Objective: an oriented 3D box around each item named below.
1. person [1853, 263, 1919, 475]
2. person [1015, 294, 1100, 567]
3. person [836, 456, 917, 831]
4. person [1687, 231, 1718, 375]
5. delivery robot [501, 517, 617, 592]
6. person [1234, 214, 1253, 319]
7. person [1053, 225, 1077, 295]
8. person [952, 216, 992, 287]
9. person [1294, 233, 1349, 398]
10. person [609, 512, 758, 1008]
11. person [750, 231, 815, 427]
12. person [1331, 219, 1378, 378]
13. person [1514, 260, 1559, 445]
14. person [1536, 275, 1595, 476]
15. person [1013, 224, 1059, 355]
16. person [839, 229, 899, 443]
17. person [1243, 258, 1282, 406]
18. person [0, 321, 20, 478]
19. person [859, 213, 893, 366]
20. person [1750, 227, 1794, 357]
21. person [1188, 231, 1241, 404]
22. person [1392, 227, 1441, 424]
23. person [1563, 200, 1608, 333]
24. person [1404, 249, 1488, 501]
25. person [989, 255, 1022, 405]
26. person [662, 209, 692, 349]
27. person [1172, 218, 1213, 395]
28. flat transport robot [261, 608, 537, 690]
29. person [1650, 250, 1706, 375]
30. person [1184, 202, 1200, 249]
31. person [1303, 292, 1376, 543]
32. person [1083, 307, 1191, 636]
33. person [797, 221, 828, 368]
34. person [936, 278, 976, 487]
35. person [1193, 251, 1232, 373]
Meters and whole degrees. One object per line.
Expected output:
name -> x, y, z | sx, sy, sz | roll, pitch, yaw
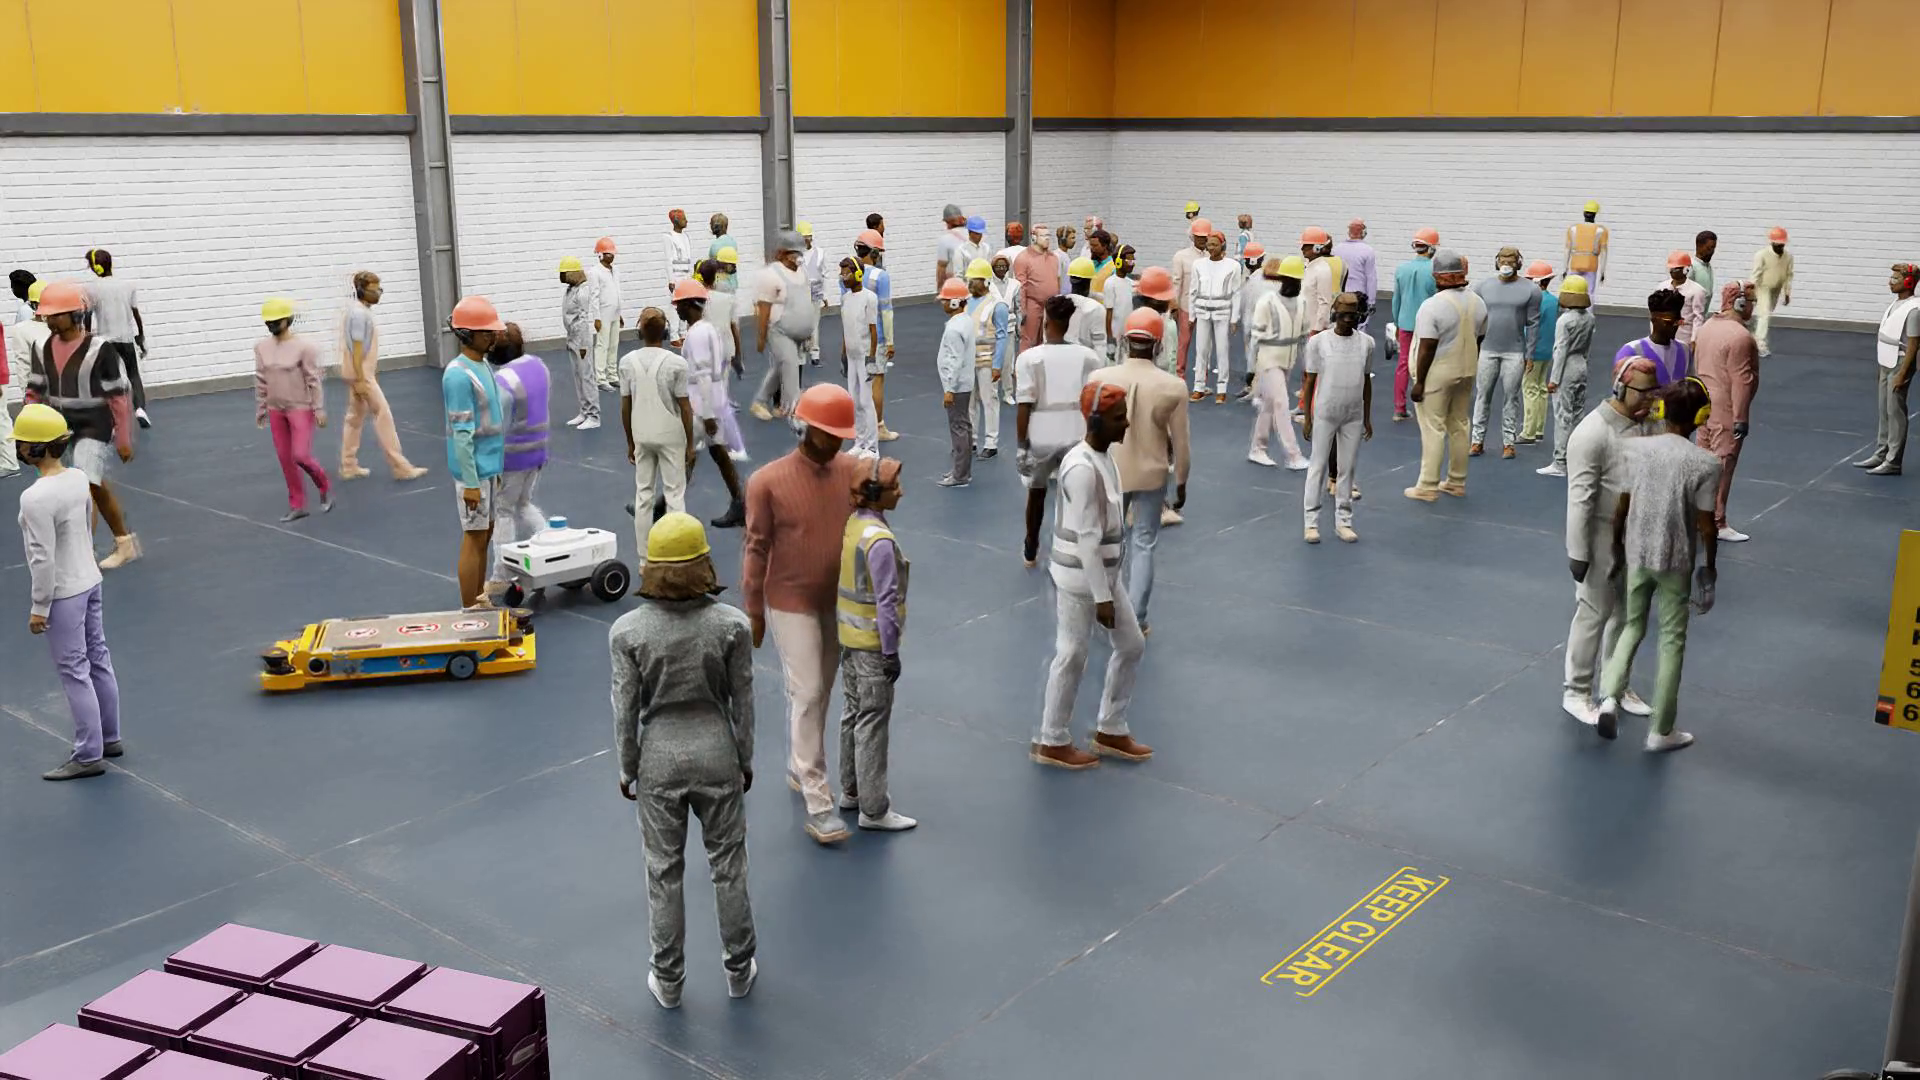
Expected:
person -> 8.169, -1.483, 14.493 | 0.390, 1.846, 0.565 | 3, 14, 11
person -> 0.635, -0.669, 11.108 | 0.644, 1.898, 1.021 | -3, 14, -13
person -> -0.380, 0.444, 7.219 | 0.313, 1.636, 0.517 | -5, 15, -20
person -> 7.843, -2.343, 17.795 | 0.390, 1.914, 0.591 | 12, 18, 39
delivery robot -> -2.555, 0.096, 10.614 | 0.477, 0.478, 0.707 | 13, 19, 43
person -> 4.457, -4.286, 26.113 | 0.305, 1.640, 0.522 | 5, 15, 18
person -> 1.221, -2.837, 19.934 | 0.340, 1.838, 0.506 | 4, 15, 16
person -> 0.174, -2.981, 20.312 | 0.618, 1.933, 0.419 | -13, 19, -43
person -> 3.998, -2.493, 18.541 | 0.625, 1.845, 0.429 | -8, 16, -29
person -> -0.946, 0.761, 5.741 | 0.487, 1.741, 0.314 | -3, 14, -13
person -> -1.820, -2.175, 16.867 | 0.938, 2.000, 0.691 | 7, 16, 26
person -> 4.769, -2.909, 20.075 | 0.406, 1.908, 0.639 | -12, 18, -39
person -> 5.477, -1.784, 15.886 | 0.329, 1.751, 0.569 | 11, 18, 38
person -> 5.292, -1.429, 14.484 | 0.485, 1.745, 0.287 | -11, 18, -38
person -> 0.908, -2.639, 18.984 | 0.643, 1.913, 0.410 | -12, 19, -40
person -> -0.865, -1.957, 16.000 | 0.606, 2.039, 0.381 | 10, 17, 36
person -> 3.388, -2.281, 18.206 | 0.510, 1.575, 0.869 | 8, 16, 30
person -> -8.443, -1.403, 14.394 | 0.573, 1.739, 0.355 | 12, 19, 41
person -> -1.107, -3.157, 21.037 | 0.390, 1.920, 0.587 | -6, 15, -21
person -> 10.691, -3.264, 21.930 | 0.581, 1.689, 0.762 | -4, 15, -16
person -> 2.774, -2.436, 18.227 | 0.575, 1.883, 0.355 | 6, 15, 23
person -> 4.704, -2.185, 17.004 | 0.387, 1.993, 0.614 | -13, 19, -41
person -> 9.150, -3.994, 24.365 | 0.594, 1.924, 0.382 | 8, 16, 28
person -> 3.903, -1.344, 13.544 | 0.684, 2.000, 0.536 | -8, 16, -29
person -> 0.425, -2.278, 18.092 | 0.514, 1.641, 0.307 | -4, 15, -16
person -> -3.838, -3.577, 22.785 | 0.356, 1.884, 0.574 | 5, 15, 19
person -> 2.676, -2.618, 18.734 | 0.621, 1.990, 0.396 | -4, 15, -15
flat transport robot -> -3.132, 0.597, 9.374 | 1.431, 0.197, 0.652 | -3, 14, -14
person -> 7.363, -2.107, 17.173 | 0.342, 1.749, 0.569 | -8, 16, -30
person -> 3.858, -4.735, 27.676 | 0.339, 1.761, 0.523 | 1, 14, 2
person -> 2.754, -0.889, 12.125 | 0.516, 1.842, 0.324 | -1, 14, -5
person -> 1.046, -0.383, 9.825 | 0.636, 1.977, 0.486 | 4, 15, 15
person -> -1.935, -3.064, 20.838 | 0.587, 1.835, 0.404 | -4, 15, -15
person -> -0.038, -1.329, 14.060 | 0.320, 1.755, 0.559 | 2, 14, 10
person -> 3.121, -2.873, 20.481 | 0.507, 1.631, 0.265 | 13, 19, 42
